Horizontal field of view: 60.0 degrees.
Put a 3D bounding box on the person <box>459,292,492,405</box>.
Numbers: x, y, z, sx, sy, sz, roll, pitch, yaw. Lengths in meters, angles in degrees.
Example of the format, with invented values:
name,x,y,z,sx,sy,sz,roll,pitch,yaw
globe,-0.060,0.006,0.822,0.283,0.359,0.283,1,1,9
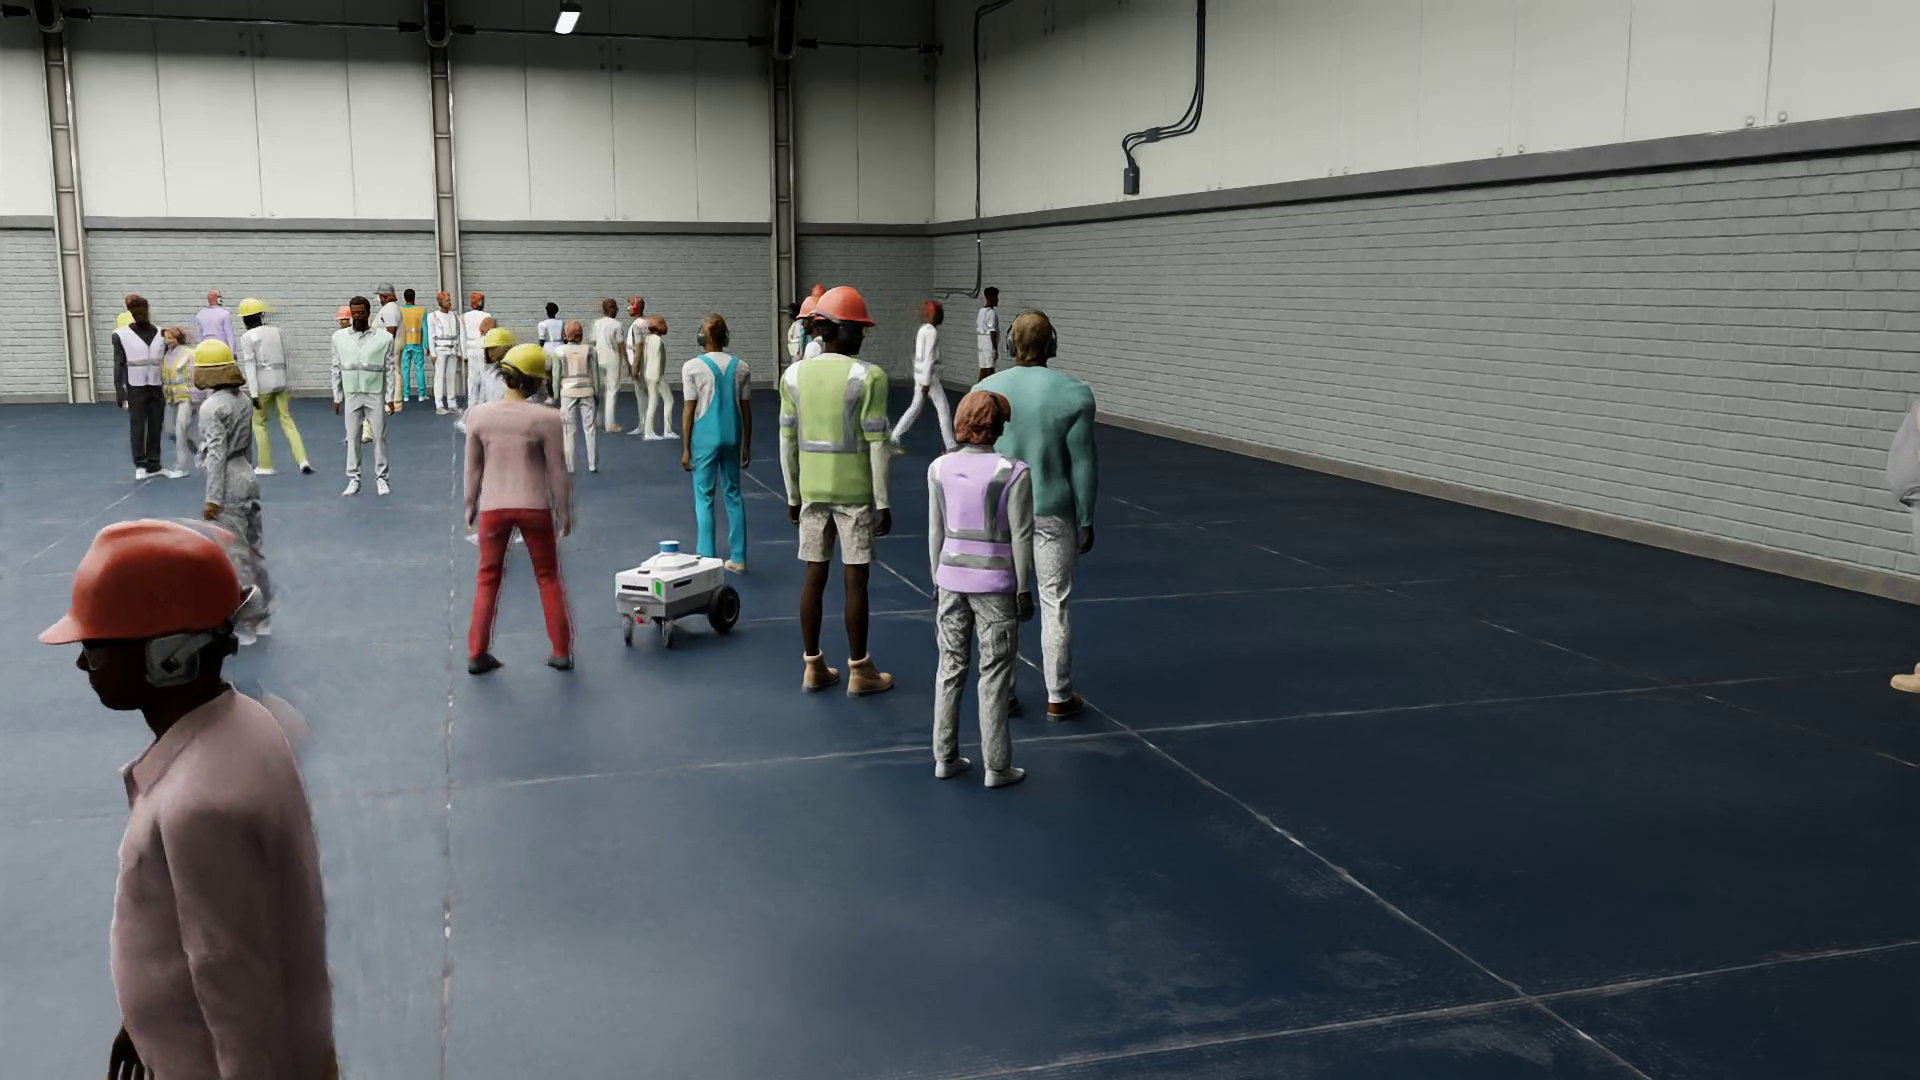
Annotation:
name,x,y,z,sx,sy,sz,roll,pitch,yaw
person,-7.252,-2.790,25.100,0.572,1.887,0.356,3,9,17

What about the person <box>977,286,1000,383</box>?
name,x,y,z,sx,sy,sz,roll,pitch,yaw
person,0.471,-3.130,27.008,0.367,1.964,0.609,-3,9,-19

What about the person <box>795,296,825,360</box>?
name,x,y,z,sx,sy,sz,roll,pitch,yaw
person,-1.185,-1.047,13.814,0.371,1.935,0.551,2,9,13

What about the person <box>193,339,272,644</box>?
name,x,y,z,sx,sy,sz,roll,pitch,yaw
person,-4.176,-0.269,9.478,0.314,1.741,0.487,0,9,2

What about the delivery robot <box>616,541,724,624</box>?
name,x,y,z,sx,sy,sz,roll,pitch,yaw
delivery robot,-1.676,0.249,9.640,0.477,0.478,0.707,4,10,25

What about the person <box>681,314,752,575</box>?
name,x,y,z,sx,sy,sz,roll,pitch,yaw
person,-1.692,-0.649,11.605,0.521,1.839,0.352,-6,11,-34

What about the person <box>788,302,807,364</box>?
name,x,y,z,sx,sy,sz,roll,pitch,yaw
person,-2.694,-3.083,27.571,0.317,1.695,0.540,-2,9,-15

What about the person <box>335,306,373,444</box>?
name,x,y,z,sx,sy,sz,roll,pitch,yaw
person,-7.696,-2.084,21.056,0.568,1.746,0.344,6,11,32

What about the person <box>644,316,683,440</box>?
name,x,y,z,sx,sy,sz,roll,pitch,yaw
person,-3.832,-2.087,21.480,0.605,1.602,0.561,-4,10,-24

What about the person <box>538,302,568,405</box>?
name,x,y,z,sx,sy,sz,roll,pitch,yaw
person,-6.744,-3.087,27.592,0.540,1.695,0.316,-7,11,-38

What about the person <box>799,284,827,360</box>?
name,x,y,z,sx,sy,sz,roll,pitch,yaw
person,-2.164,-2.965,25.841,0.615,2.012,0.993,1,9,6

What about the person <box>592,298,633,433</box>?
name,x,y,z,sx,sy,sz,roll,pitch,yaw
person,-4.657,-2.360,22.530,0.528,1.827,0.552,7,11,36

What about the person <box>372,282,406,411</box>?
name,x,y,z,sx,sy,sz,roll,pitch,yaw
person,-9.037,-3.046,26.239,0.537,2.000,0.674,-2,9,-11

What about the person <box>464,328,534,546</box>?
name,x,y,z,sx,sy,sz,roll,pitch,yaw
person,-3.568,-0.779,12.849,0.501,1.691,0.895,6,11,33

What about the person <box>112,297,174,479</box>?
name,x,y,z,sx,sy,sz,roll,pitch,yaw
person,-8.480,-1.580,17.354,0.415,1.903,0.671,6,11,34

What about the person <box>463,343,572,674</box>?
name,x,y,z,sx,sy,sz,roll,pitch,yaw
person,-2.336,-0.160,8.751,0.584,1.748,0.375,0,9,2

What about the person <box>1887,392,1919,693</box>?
name,x,y,z,sx,sy,sz,roll,pitch,yaw
person,4.963,-0.246,8.377,0.687,2.000,0.535,-8,12,-42

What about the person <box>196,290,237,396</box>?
name,x,y,z,sx,sy,sz,roll,pitch,yaw
person,-11.659,-2.973,26.191,0.641,1.913,0.408,2,9,15

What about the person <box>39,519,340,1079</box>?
name,x,y,z,sx,sy,sz,roll,pitch,yaw
person,-1.217,0.814,2.659,0.900,1.705,0.562,-2,9,-15

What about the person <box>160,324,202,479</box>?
name,x,y,z,sx,sy,sz,roll,pitch,yaw
person,-8.189,-1.468,17.534,0.522,1.615,0.590,3,9,20

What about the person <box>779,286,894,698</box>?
name,x,y,z,sx,sy,sz,roll,pitch,yaw
person,-0.600,-0.237,8.318,0.610,2.040,0.394,5,10,27

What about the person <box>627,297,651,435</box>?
name,x,y,z,sx,sy,sz,roll,pitch,yaw
person,-4.261,-2.315,22.191,0.390,1.846,0.565,0,9,-3

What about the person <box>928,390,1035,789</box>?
name,x,y,z,sx,sy,sz,roll,pitch,yaw
person,0.077,0.202,6.830,0.508,1.629,0.316,7,11,37

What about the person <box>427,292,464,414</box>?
name,x,y,z,sx,sy,sz,roll,pitch,yaw
person,-7.944,-2.884,25.702,0.351,1.884,0.582,6,11,32

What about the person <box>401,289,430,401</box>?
name,x,y,z,sx,sy,sz,roll,pitch,yaw
person,-9.393,-3.339,28.495,0.597,1.918,0.383,-1,9,-7

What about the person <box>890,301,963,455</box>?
name,x,y,z,sx,sy,sz,roll,pitch,yaw
person,-0.426,-1.903,19.629,0.993,1.840,0.584,-3,9,-16

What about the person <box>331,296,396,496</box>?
name,x,y,z,sx,sy,sz,roll,pitch,yaw
person,-5.740,-1.387,16.042,0.593,1.920,0.392,-2,9,-10

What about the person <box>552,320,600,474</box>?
name,x,y,z,sx,sy,sz,roll,pitch,yaw
person,-4.105,-1.526,17.809,0.513,1.642,0.311,-4,10,-25

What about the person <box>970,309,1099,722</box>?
name,x,y,z,sx,sy,sz,roll,pitch,yaw
person,0.341,-0.109,7.825,0.631,1.940,0.372,2,9,15

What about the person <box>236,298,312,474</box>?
name,x,y,z,sx,sy,sz,roll,pitch,yaw
person,-7.279,-1.616,17.632,0.720,1.891,0.607,4,10,24
